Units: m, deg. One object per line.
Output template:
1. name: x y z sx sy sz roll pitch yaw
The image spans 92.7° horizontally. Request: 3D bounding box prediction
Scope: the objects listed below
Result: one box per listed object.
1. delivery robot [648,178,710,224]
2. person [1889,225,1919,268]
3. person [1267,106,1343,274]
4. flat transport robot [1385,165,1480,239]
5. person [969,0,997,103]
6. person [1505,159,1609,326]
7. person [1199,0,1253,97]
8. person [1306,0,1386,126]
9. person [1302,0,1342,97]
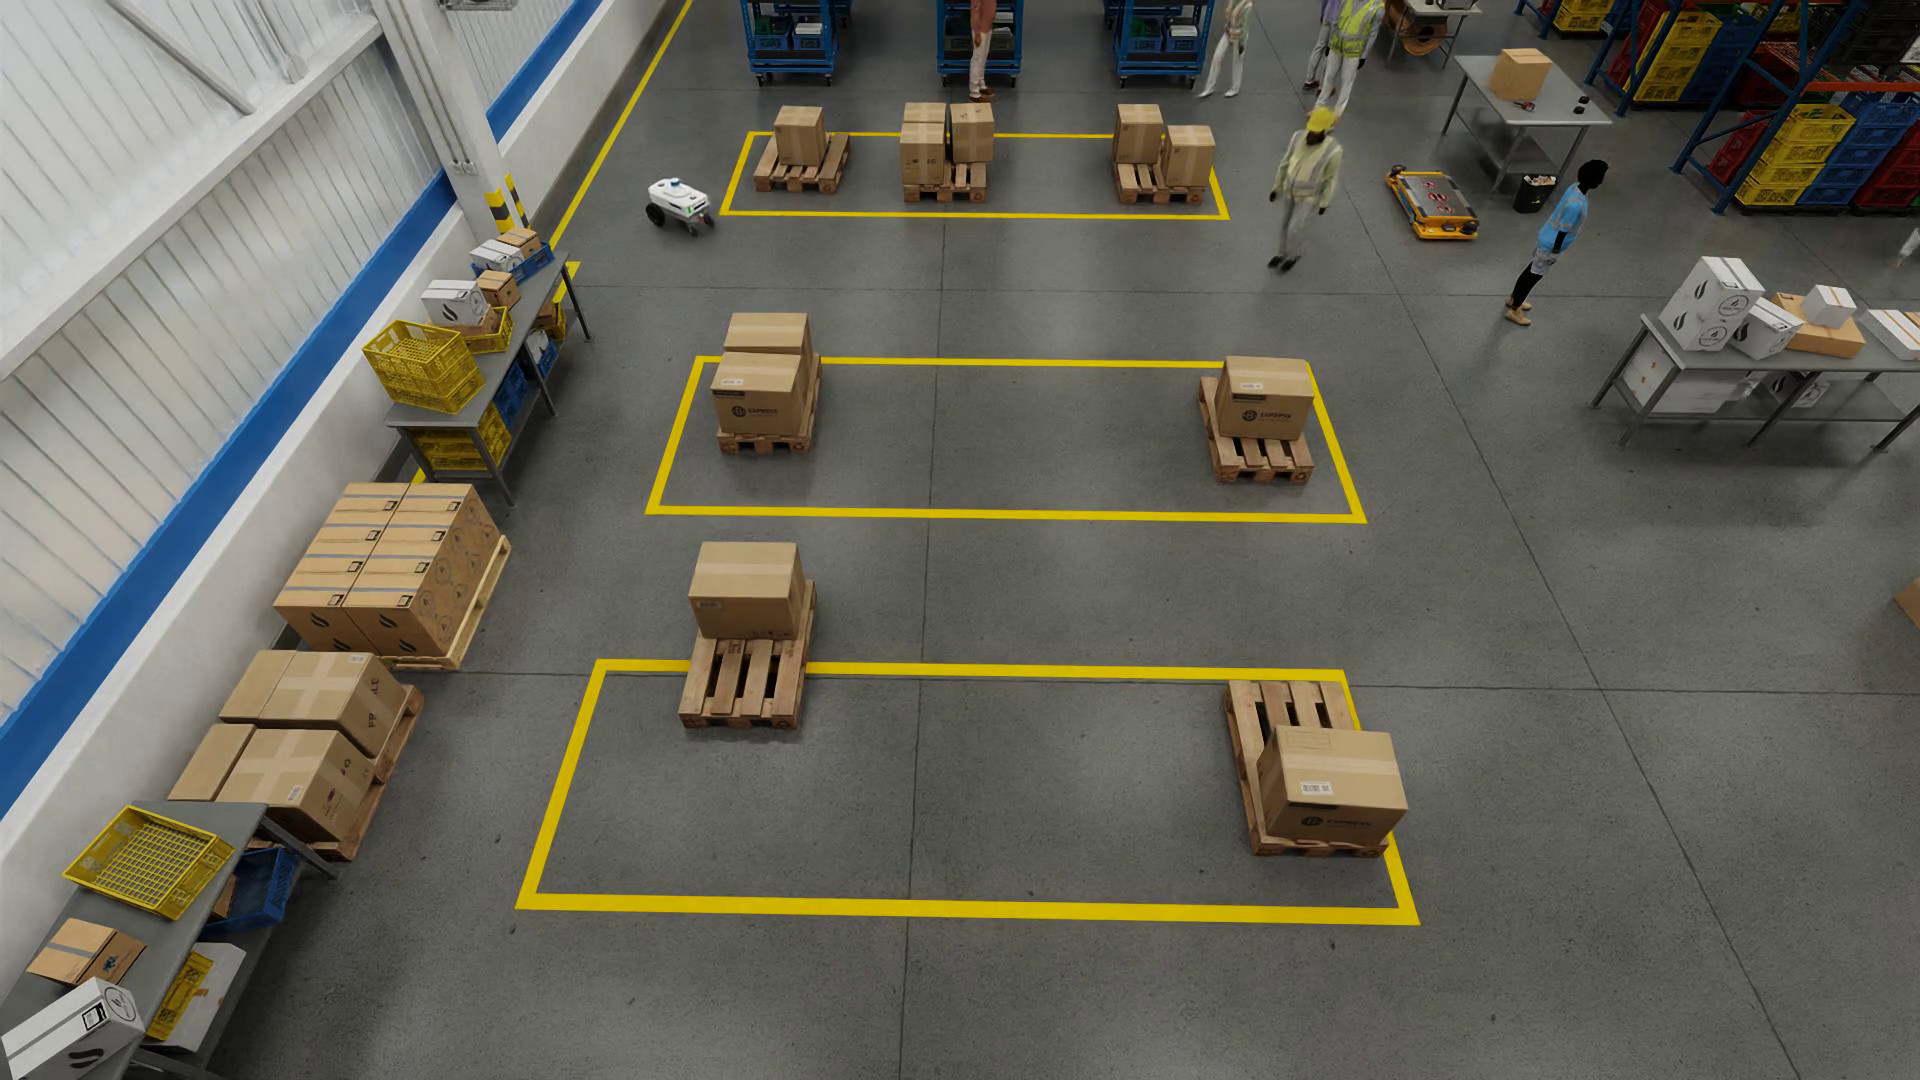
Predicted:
1. delivery robot: -3.284 -3.985 10.718 0.707 0.478 0.477 27 54 22
2. person: 10.816 -3.745 9.719 0.753 1.857 0.406 5 49 4
3. person: 3.583 -3.661 9.666 0.455 1.818 0.606 -30 55 -23
4. flat transport robot: 5.692 -4.094 11.059 0.652 0.197 1.431 1 49 1
5. person: 0.332 -6.981 12.426 0.396 1.992 0.619 15 51 12
6. person: 5.930 -2.967 9.146 0.318 1.697 0.534 20 52 16
7. person: 3.733 -6.913 12.620 0.621 1.602 0.534 -17 51 -15
8. person: 5.098 -6.455 12.075 0.429 1.839 0.623 -36 58 -27
9. person: 5.197 -7.176 12.633 0.349 1.935 0.635 -22 53 -18
